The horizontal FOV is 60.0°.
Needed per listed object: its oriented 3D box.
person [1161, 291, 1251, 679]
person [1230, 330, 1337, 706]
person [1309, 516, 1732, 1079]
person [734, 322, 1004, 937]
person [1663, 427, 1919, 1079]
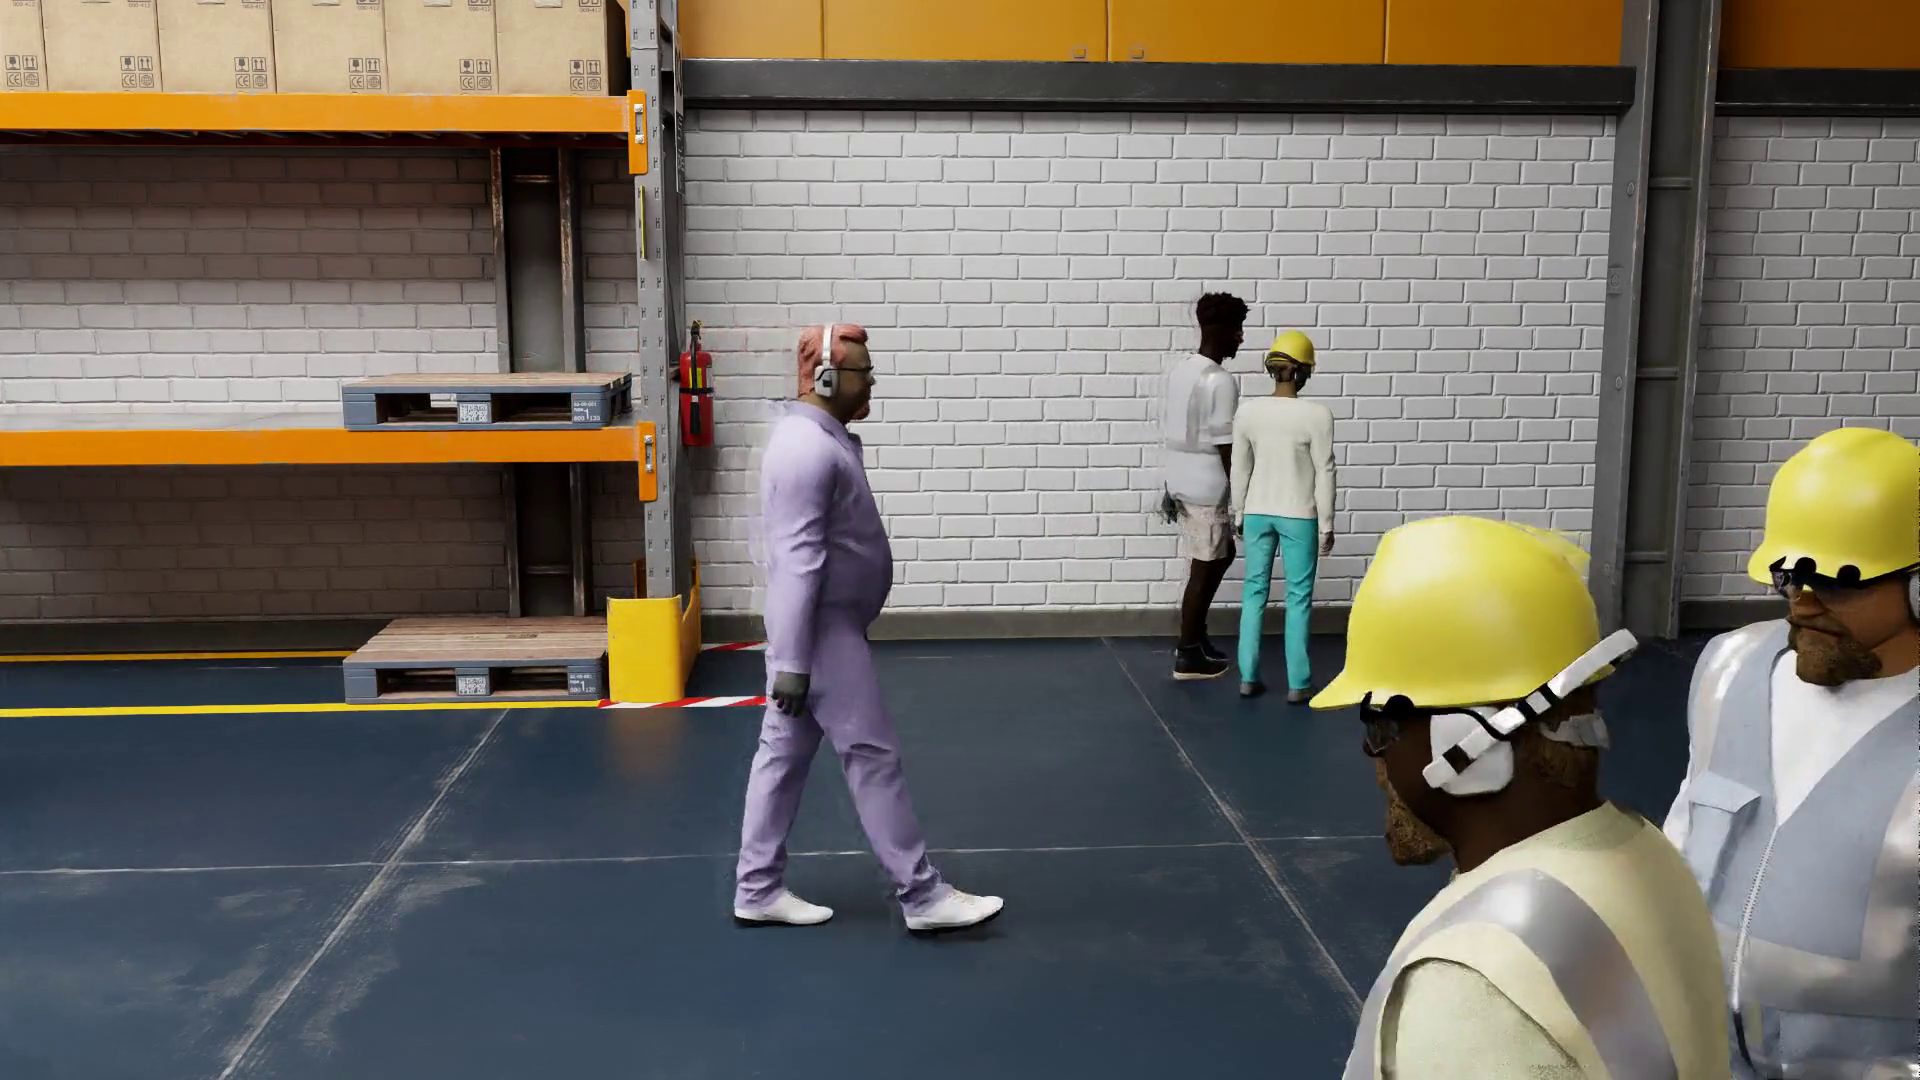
[{"bbox_3d":[1.279,-0.254,8.268,0.518,1.940,0.635,-2,9,-15],"label":"person"},{"bbox_3d":[1.540,-0.105,7.886,0.533,1.765,0.330,7,11,37],"label":"person"},{"bbox_3d":[0.609,0.886,1.575,0.770,1.794,0.641,6,11,32],"label":"person"},{"bbox_3d":[-0.287,0.286,5.065,0.914,1.870,0.678,-1,9,-6],"label":"person"},{"bbox_3d":[1.229,0.745,2.367,0.404,1.821,0.591,-5,10,-27],"label":"person"}]
